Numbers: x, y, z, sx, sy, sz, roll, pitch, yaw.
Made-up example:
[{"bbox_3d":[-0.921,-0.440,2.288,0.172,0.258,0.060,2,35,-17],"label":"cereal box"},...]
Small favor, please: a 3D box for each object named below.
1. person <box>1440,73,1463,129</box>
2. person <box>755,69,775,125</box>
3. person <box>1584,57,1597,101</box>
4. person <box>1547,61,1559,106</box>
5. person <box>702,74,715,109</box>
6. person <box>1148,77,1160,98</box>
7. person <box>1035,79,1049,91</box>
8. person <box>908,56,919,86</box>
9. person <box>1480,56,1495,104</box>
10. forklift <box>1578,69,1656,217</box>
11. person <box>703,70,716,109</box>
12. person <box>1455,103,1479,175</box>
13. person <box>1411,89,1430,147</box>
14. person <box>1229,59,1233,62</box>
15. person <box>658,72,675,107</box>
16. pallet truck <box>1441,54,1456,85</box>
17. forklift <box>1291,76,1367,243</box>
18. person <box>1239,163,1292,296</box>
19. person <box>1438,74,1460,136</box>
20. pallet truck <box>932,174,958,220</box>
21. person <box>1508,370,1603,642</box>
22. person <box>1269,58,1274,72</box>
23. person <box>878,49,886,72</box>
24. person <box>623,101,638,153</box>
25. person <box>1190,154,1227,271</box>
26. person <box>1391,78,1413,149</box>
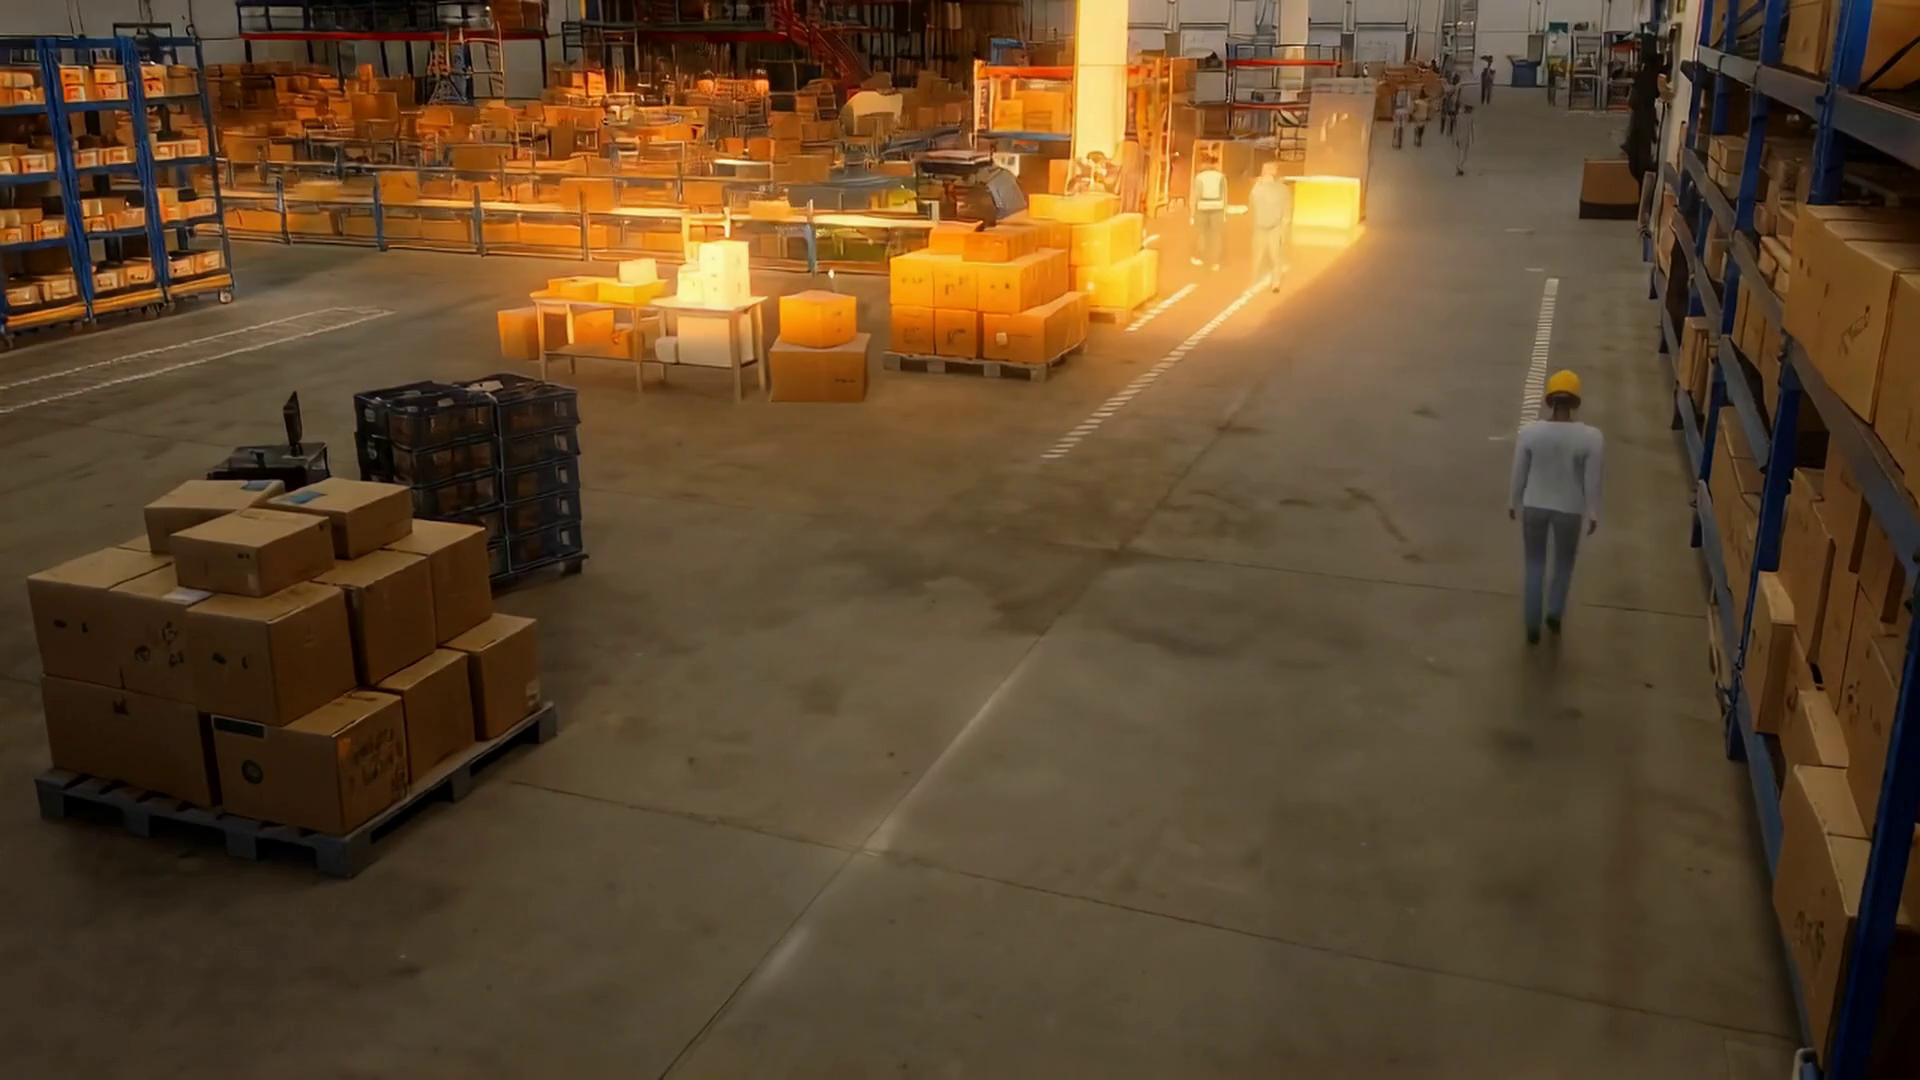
[{"bbox_3d":[16.922,-15.112,57.263,0.919,1.882,0.599,-3,18,-11],"label":"person"},{"bbox_3d":[-6.879,-15.607,58.684,0.823,1.959,0.634,15,23,40],"label":"person"},{"bbox_3d":[28.467,-20.802,75.064,0.368,1.928,0.585,-9,20,-25],"label":"person"},{"bbox_3d":[25.377,-19.516,71.128,0.329,1.865,0.508,-13,22,-36],"label":"person"},{"bbox_3d":[-9.433,-16.553,62.068,0.856,1.704,0.506,8,19,23],"label":"person"},{"bbox_3d":[6.692,-15.132,57.359,0.437,1.871,0.682,-9,20,-27],"label":"person"},{"bbox_3d":[3.278,-17.731,65.471,0.980,1.883,0.571,16,24,41],"label":"person"},{"bbox_3d":[-2.215,-21.987,78.866,0.616,1.875,0.949,6,19,17],"label":"person"},{"bbox_3d":[23.172,-20.182,72.932,0.536,2.000,0.684,-12,22,-34],"label":"person"},{"bbox_3d":[13.219,-7.740,32.475,1.873,2.768,1.129,6,19,18],"label":"forklift"},{"bbox_3d":[-8.990,-15.848,59.558,0.982,1.902,0.551,9,20,27],"label":"person"},{"bbox_3d":[12.588,-9.929,41.197,0.539,1.729,0.785,12,21,34],"label":"person"},{"bbox_3d":[13.753,-12.572,49.603,0.542,1.678,0.525,-3,18,-9],"label":"person"},{"bbox_3d":[12.305,-21.081,76.151,1.110,1.810,0.599,-4,18,-12],"label":"person"},{"bbox_3d":[-10.444,-15.754,59.354,0.600,1.831,0.404,-9,20,-26],"label":"person"},{"bbox_3d":[22.765,-21.886,78.355,0.823,1.965,1.885,-4,18,-14],"label":"pallet truck"},{"bbox_3d":[6.598,-6.755,29.381,1.129,2.768,1.873,6,19,19],"label":"forklift"},{"bbox_3d":[4.340,-4.385,23.584,0.663,1.867,0.960,12,21,34],"label":"person"},{"bbox_3d":[15.916,-14.161,54.135,0.609,1.963,0.367,9,20,26],"label":"person"},{"bbox_3d":[-0.507,-5.292,27.348,0.653,1.274,1.630,6,19,19],"label":"pallet truck"},{"bbox_3d":[3.818,-0.235,10.718,0.554,1.743,0.618,7,19,20],"label":"person"},{"bbox_3d":[16.586,-24.978,88.303,0.548,1.857,0.477,-16,24,-41],"label":"person"},{"bbox_3d":[-4.483,-27.338,95.734,0.508,1.847,0.345,-12,21,-32],"label":"person"},{"bbox_3d":[-8.853,-10.885,44.399,0.565,1.615,0.531,-16,24,-41],"label":"person"},{"bbox_3d":[3.881,-5.148,26.129,0.635,1.768,0.918,-3,18,-11],"label":"person"},{"bbox_3d":[13.010,-12.575,49.050,0.621,2.025,0.413,1,18,4],"label":"person"}]
